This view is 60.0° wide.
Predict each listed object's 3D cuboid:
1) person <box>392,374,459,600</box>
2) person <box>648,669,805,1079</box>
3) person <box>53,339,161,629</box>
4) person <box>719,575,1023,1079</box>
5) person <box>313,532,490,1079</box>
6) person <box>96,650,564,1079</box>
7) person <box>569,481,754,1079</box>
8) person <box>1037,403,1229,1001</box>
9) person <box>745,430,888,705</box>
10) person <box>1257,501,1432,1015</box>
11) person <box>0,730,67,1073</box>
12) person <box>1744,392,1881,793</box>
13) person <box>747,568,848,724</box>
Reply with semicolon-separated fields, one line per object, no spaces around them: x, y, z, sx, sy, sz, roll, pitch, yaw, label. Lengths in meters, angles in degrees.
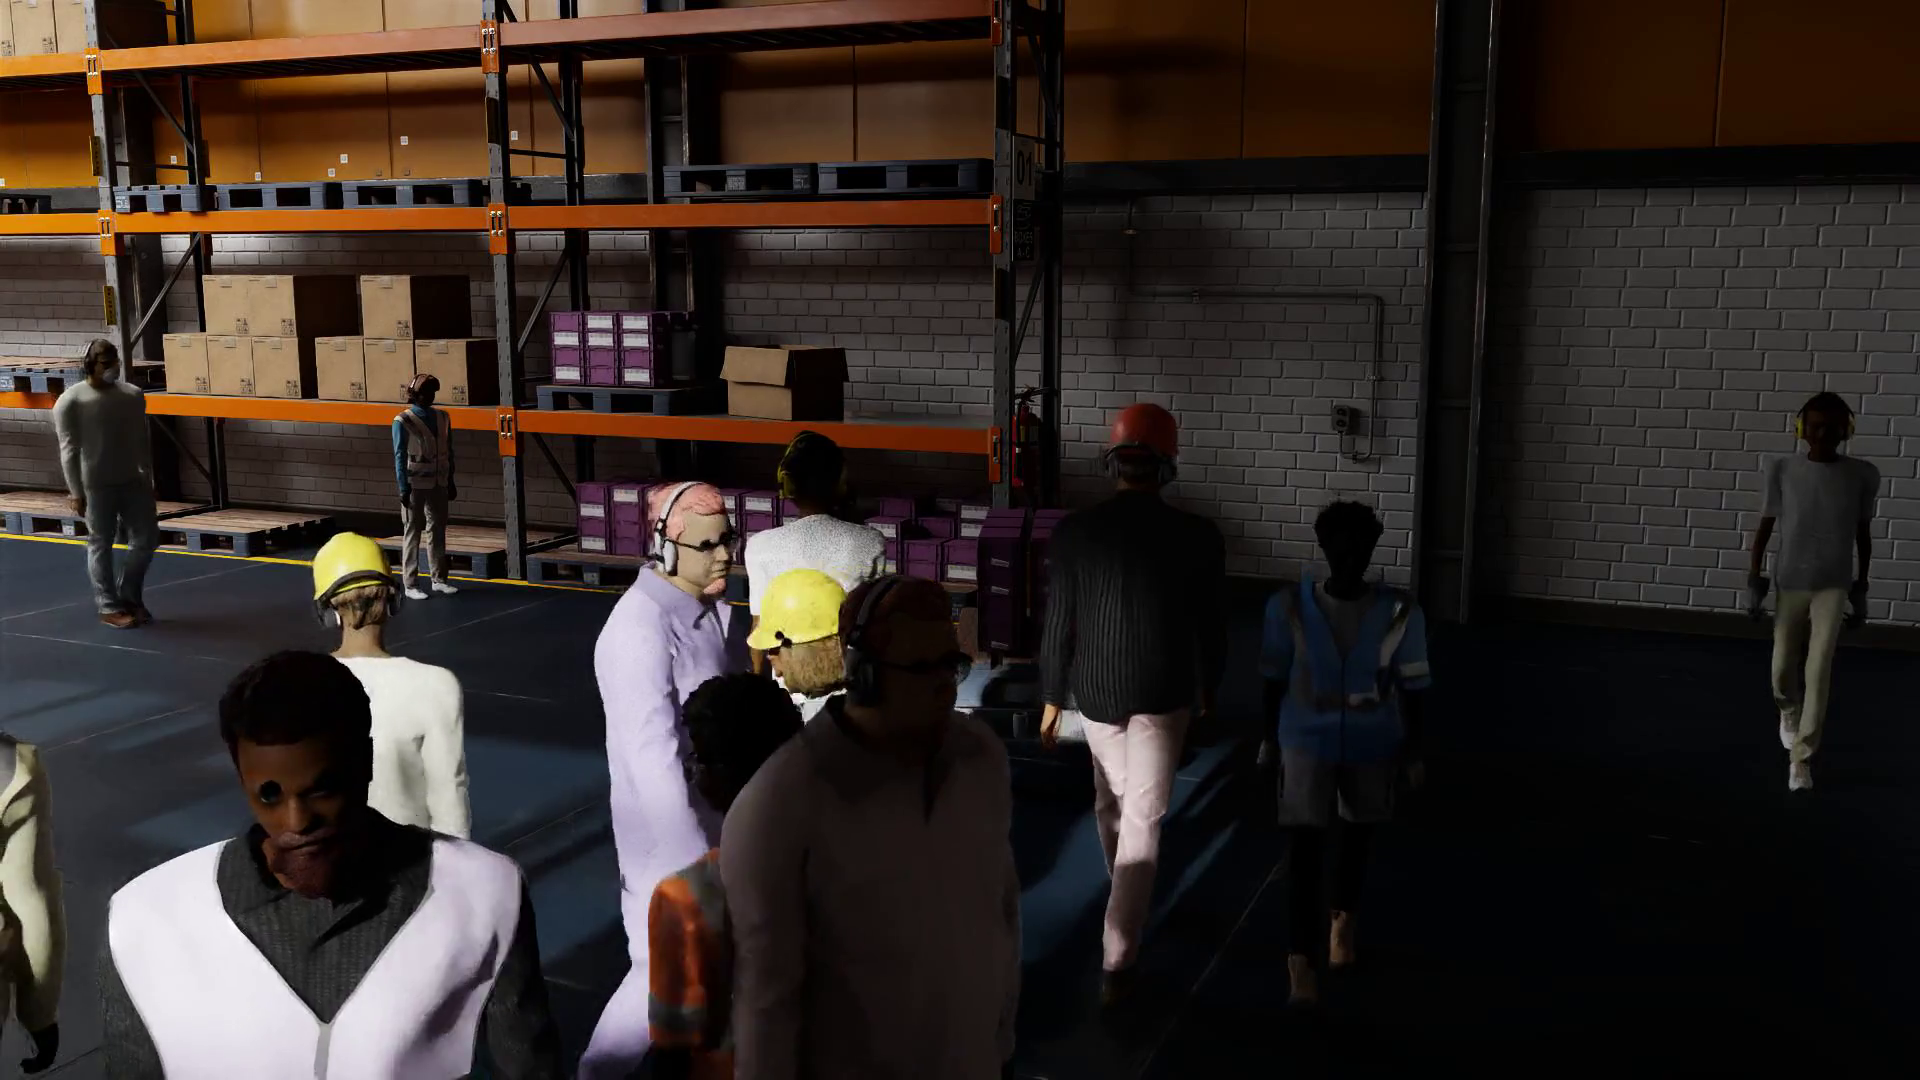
-3.863;-0.385;12.013;0.317;1.629;0.508;5;11;29;person
-0.363;1.078;3.116;0.649;1.679;0.541;7;12;37;person
-5.559;-0.352;10.926;0.473;1.923;0.659;5;11;29;person
-0.170;0.976;3.118;0.660;1.883;0.768;-9;13;-43;person
-1.530;0.847;4.311;0.545;1.740;0.573;-1;10;-5;person
-0.889;1.075;2.456;0.679;1.898;0.456;-4;10;-22;person
-0.716;0.762;4.463;0.769;1.869;0.644;2;10;14;person
0.623;0.504;5.738;0.602;1.938;0.987;4;10;22;person
-0.482;0.561;5.670;0.516;1.858;0.316;-3;10;-19;person
1.245;0.702;5.397;0.549;1.647;0.872;1;10;8;person
-2.170;0.965;3.433;0.626;1.795;0.475;-2;10;-14;person
4.020;0.203;7.883;0.518;1.841;0.842;5;11;27;person
-0.392;0.913;4.006;0.713;1.707;0.484;-1;10;-7;person
